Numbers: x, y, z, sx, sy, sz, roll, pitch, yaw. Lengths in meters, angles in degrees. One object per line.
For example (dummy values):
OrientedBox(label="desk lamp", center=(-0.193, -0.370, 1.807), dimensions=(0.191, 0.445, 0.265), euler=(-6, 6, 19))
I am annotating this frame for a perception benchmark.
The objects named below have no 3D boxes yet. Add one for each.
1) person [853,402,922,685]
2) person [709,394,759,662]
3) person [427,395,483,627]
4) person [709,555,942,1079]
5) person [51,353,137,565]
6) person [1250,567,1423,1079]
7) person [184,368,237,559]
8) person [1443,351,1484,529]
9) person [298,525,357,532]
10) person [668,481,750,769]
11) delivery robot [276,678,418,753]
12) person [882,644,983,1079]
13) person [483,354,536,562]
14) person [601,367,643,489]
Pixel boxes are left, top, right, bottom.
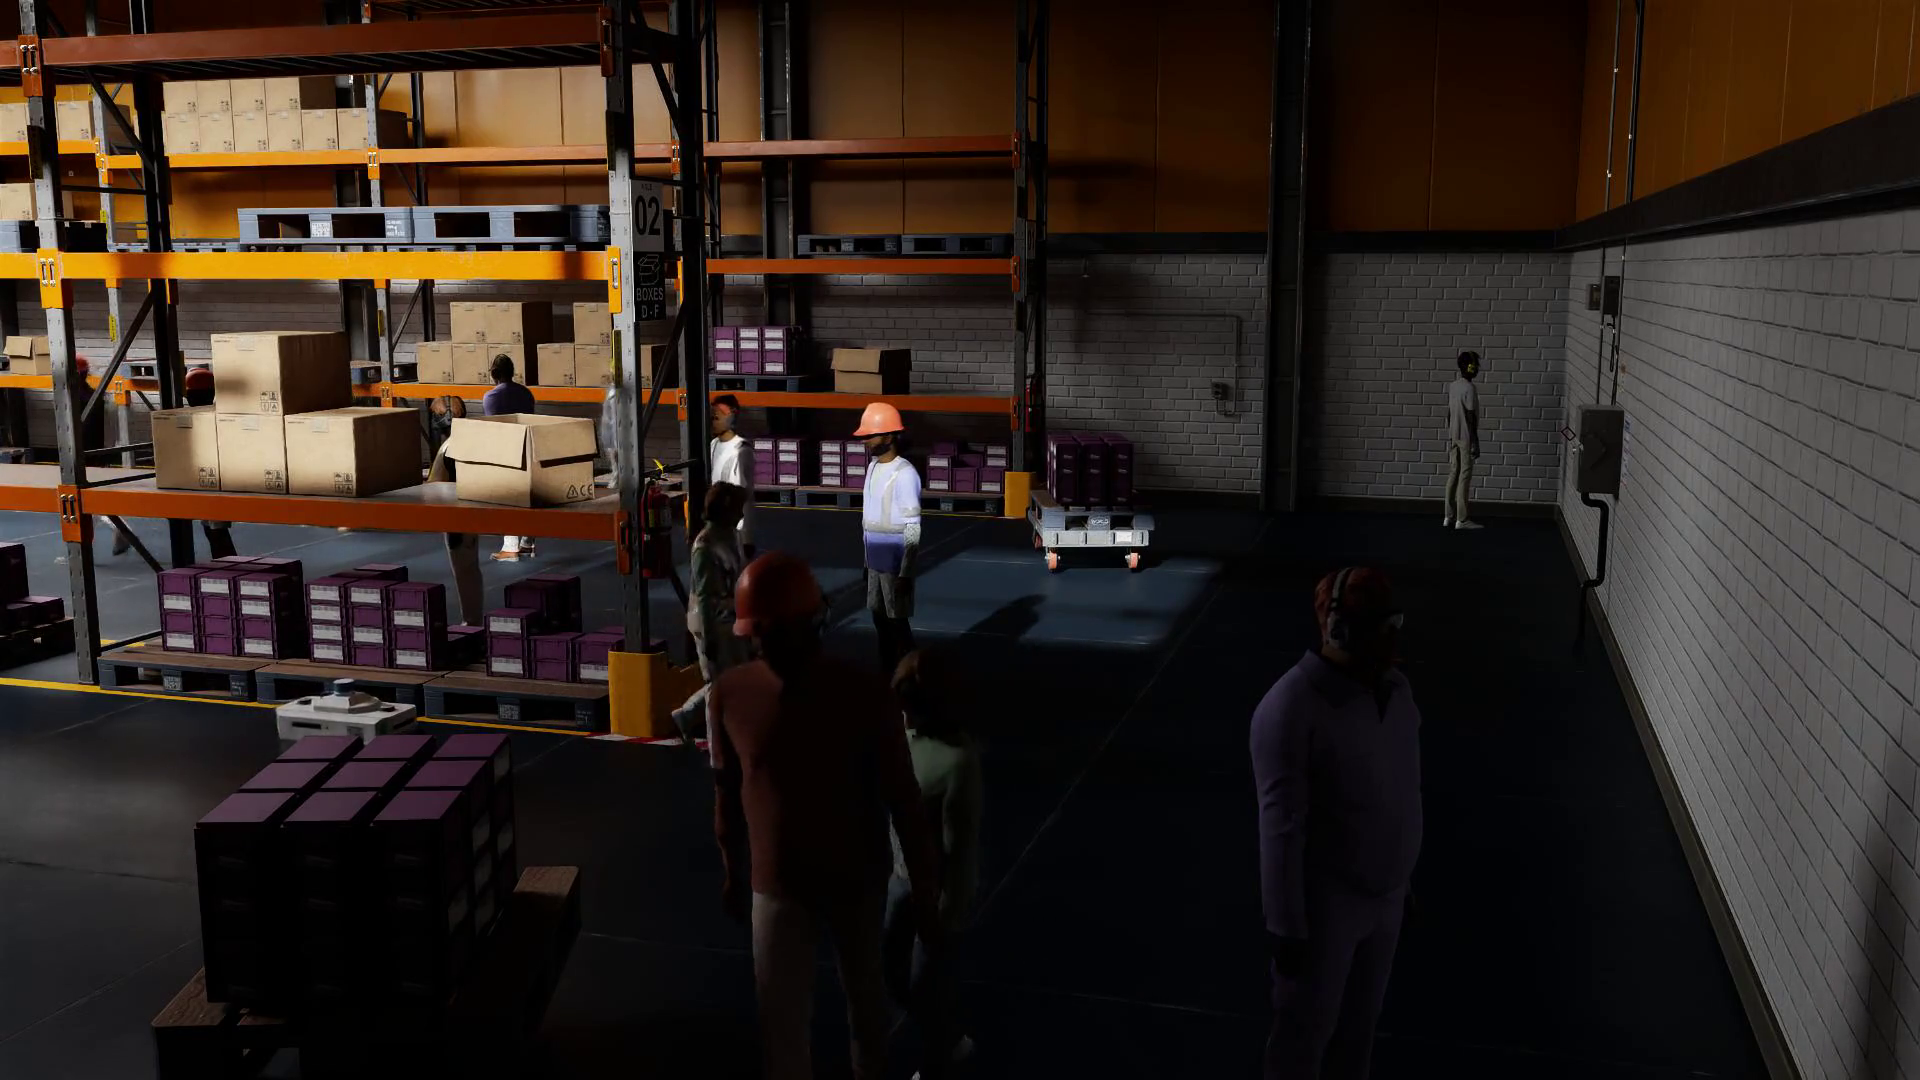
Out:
OrientedBox(label="person", center=(-0.455, 0.133, 10.072), dimensions=(0.364, 1.934, 0.553), euler=(-5, 11, -29))
OrientedBox(label="person", center=(-1.590, -0.067, 11.481), dimensions=(0.349, 1.878, 0.589), euler=(-6, 11, -30))
OrientedBox(label="person", center=(-3.614, -0.125, 11.965), dimensions=(0.429, 1.837, 0.626), euler=(-3, 10, -16))
OrientedBox(label="person", center=(-0.398, 0.997, 4.838), dimensions=(0.742, 1.926, 1.036), euler=(2, 10, 13))
OrientedBox(label="person", center=(-8.060, -0.743, 15.314), dimensions=(0.597, 1.972, 0.639), euler=(-1, 9, -3))
OrientedBox(label="person", center=(1.106, 1.018, 4.753), dimensions=(0.643, 1.913, 0.408), euler=(-9, 13, -43))
OrientedBox(label="person", center=(-6.075, -0.422, 13.451), dimensions=(0.356, 1.936, 0.551), euler=(-8, 12, -39))
OrientedBox(label="person", center=(5.304, -1.045, 17.452), dimensions=(0.328, 1.873, 0.512), euler=(-2, 10, -14))
OrientedBox(label="person", center=(-6.569, -0.986, 17.301), dimensions=(0.780, 1.820, 0.642), euler=(2, 9, 10))
OrientedBox(label="person", center=(-1.347, 0.472, 8.969), dimensions=(0.510, 1.616, 0.551), euler=(2, 9, 11))
OrientedBox(label="delivery robot", center=(-3.255, 0.979, 8.828), dimensions=(0.707, 0.478, 0.477), euler=(3, 10, 17))
OrientedBox(label="person", center=(-0.119, 1.091, 5.188), dimensions=(0.347, 1.607, 0.561), euler=(-5, 10, -27))
OrientedBox(label="person", center=(-4.212, -0.766, 15.550), dimensions=(0.355, 1.936, 0.633), euler=(4, 10, 24))
OrientedBox(label="person", center=(-3.616, -1.052, 17.710), dimensions=(0.535, 1.803, 0.612), euler=(-1, 9, -7))
